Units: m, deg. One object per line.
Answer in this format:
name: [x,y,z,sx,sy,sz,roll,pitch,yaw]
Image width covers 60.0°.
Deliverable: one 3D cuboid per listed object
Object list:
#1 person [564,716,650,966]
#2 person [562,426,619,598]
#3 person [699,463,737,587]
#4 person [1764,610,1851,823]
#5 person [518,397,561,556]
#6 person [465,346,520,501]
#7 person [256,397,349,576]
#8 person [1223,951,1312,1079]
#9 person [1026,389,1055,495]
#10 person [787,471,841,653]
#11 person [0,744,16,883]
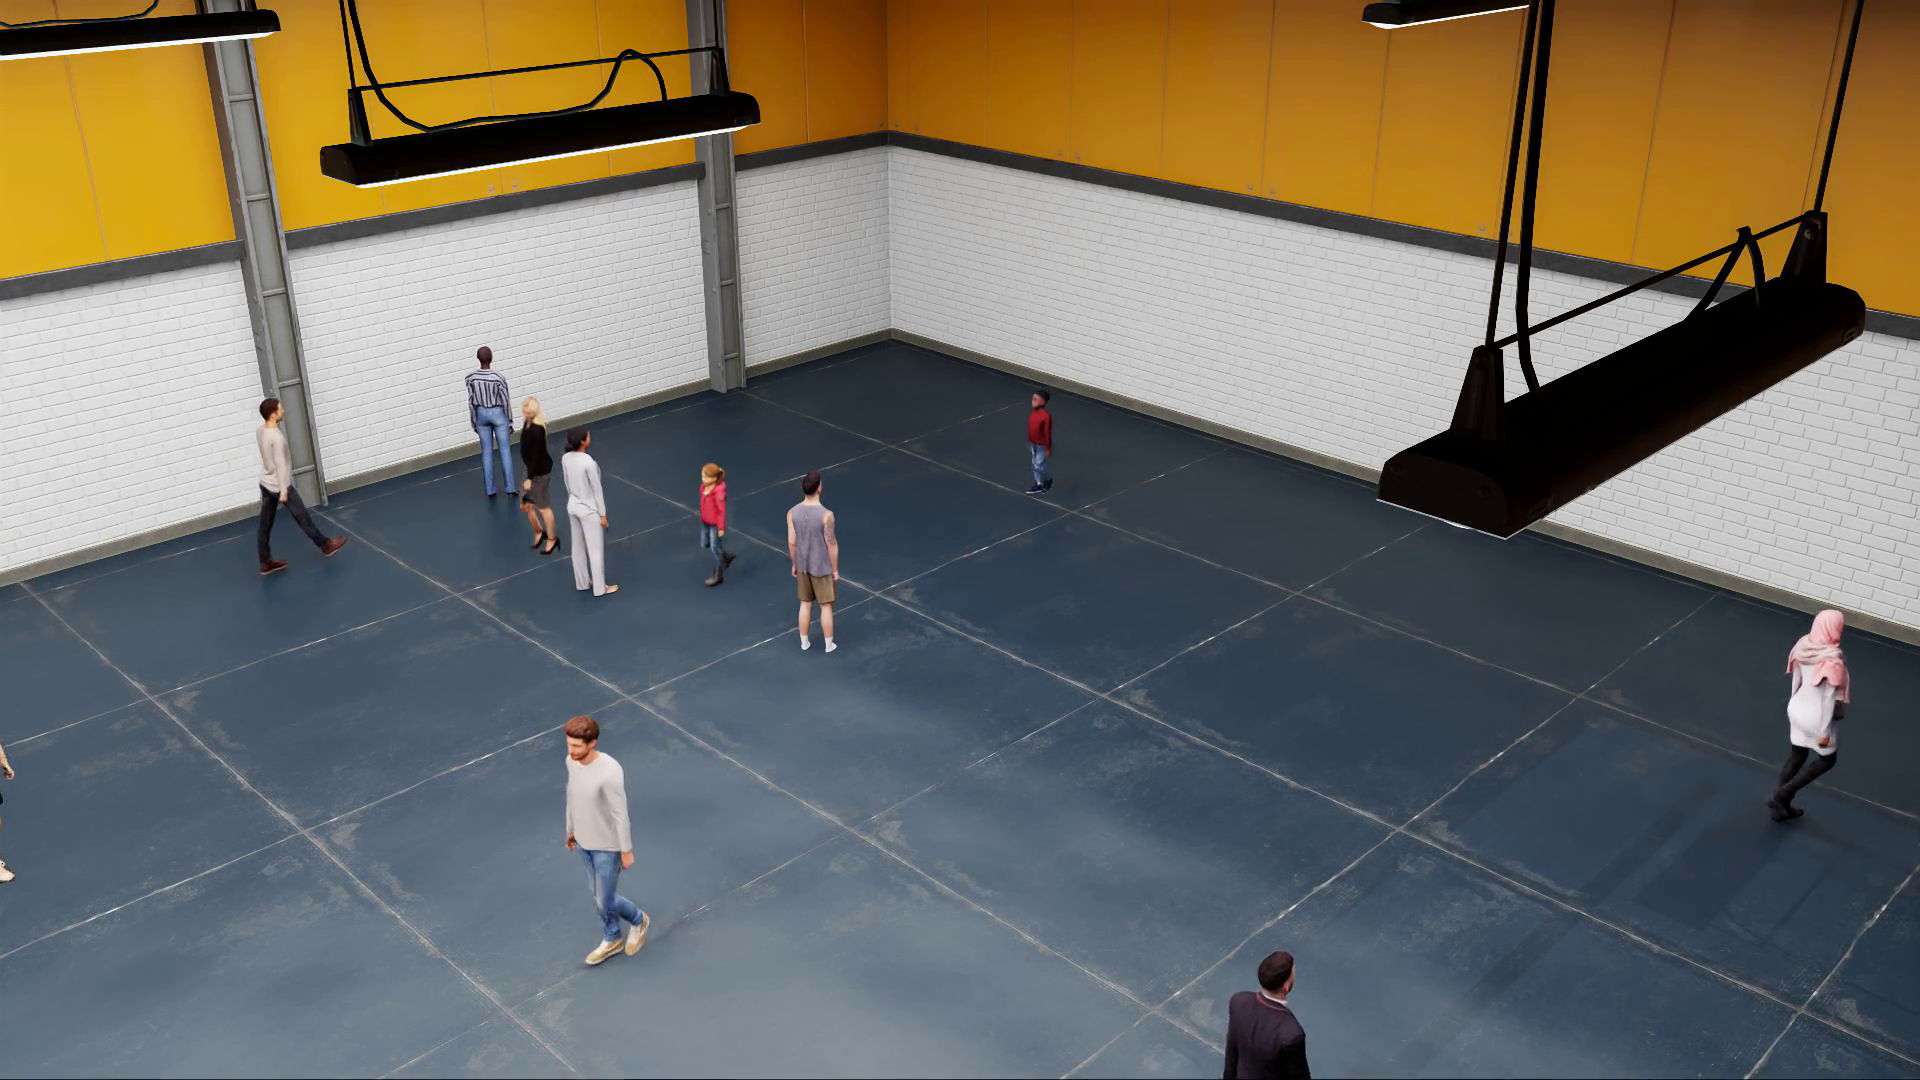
person: [-2.330,1.966,11.091,0.707,1.889,0.704,19,30,37]
person: [-3.712,-0.295,16.455,0.651,1.736,0.576,17,29,34]
person: [-2.427,-0.185,16.742,0.656,1.304,0.529,-18,29,-35]
person: [6.352,1.370,12.575,0.854,1.792,0.803,-5,24,-11]
person: [-4.257,-0.644,17.164,0.691,1.807,0.687,-12,27,-26]
person: [-5.259,-1.314,18.712,0.695,1.795,0.752,0,24,1]
person: [-7.002,-0.510,16.837,0.719,1.822,1.133,19,30,37]
person: [1.557,3.018,8.791,1.265,1.803,0.882,-13,27,-28]
person: [0.957,-1.119,18.950,0.584,1.246,0.560,-14,27,-29]
person: [-1.344,0.234,15.334,0.720,1.847,0.739,7,24,15]
person: [-7.226,1.696,12.054,0.782,1.611,0.737,6,24,12]
